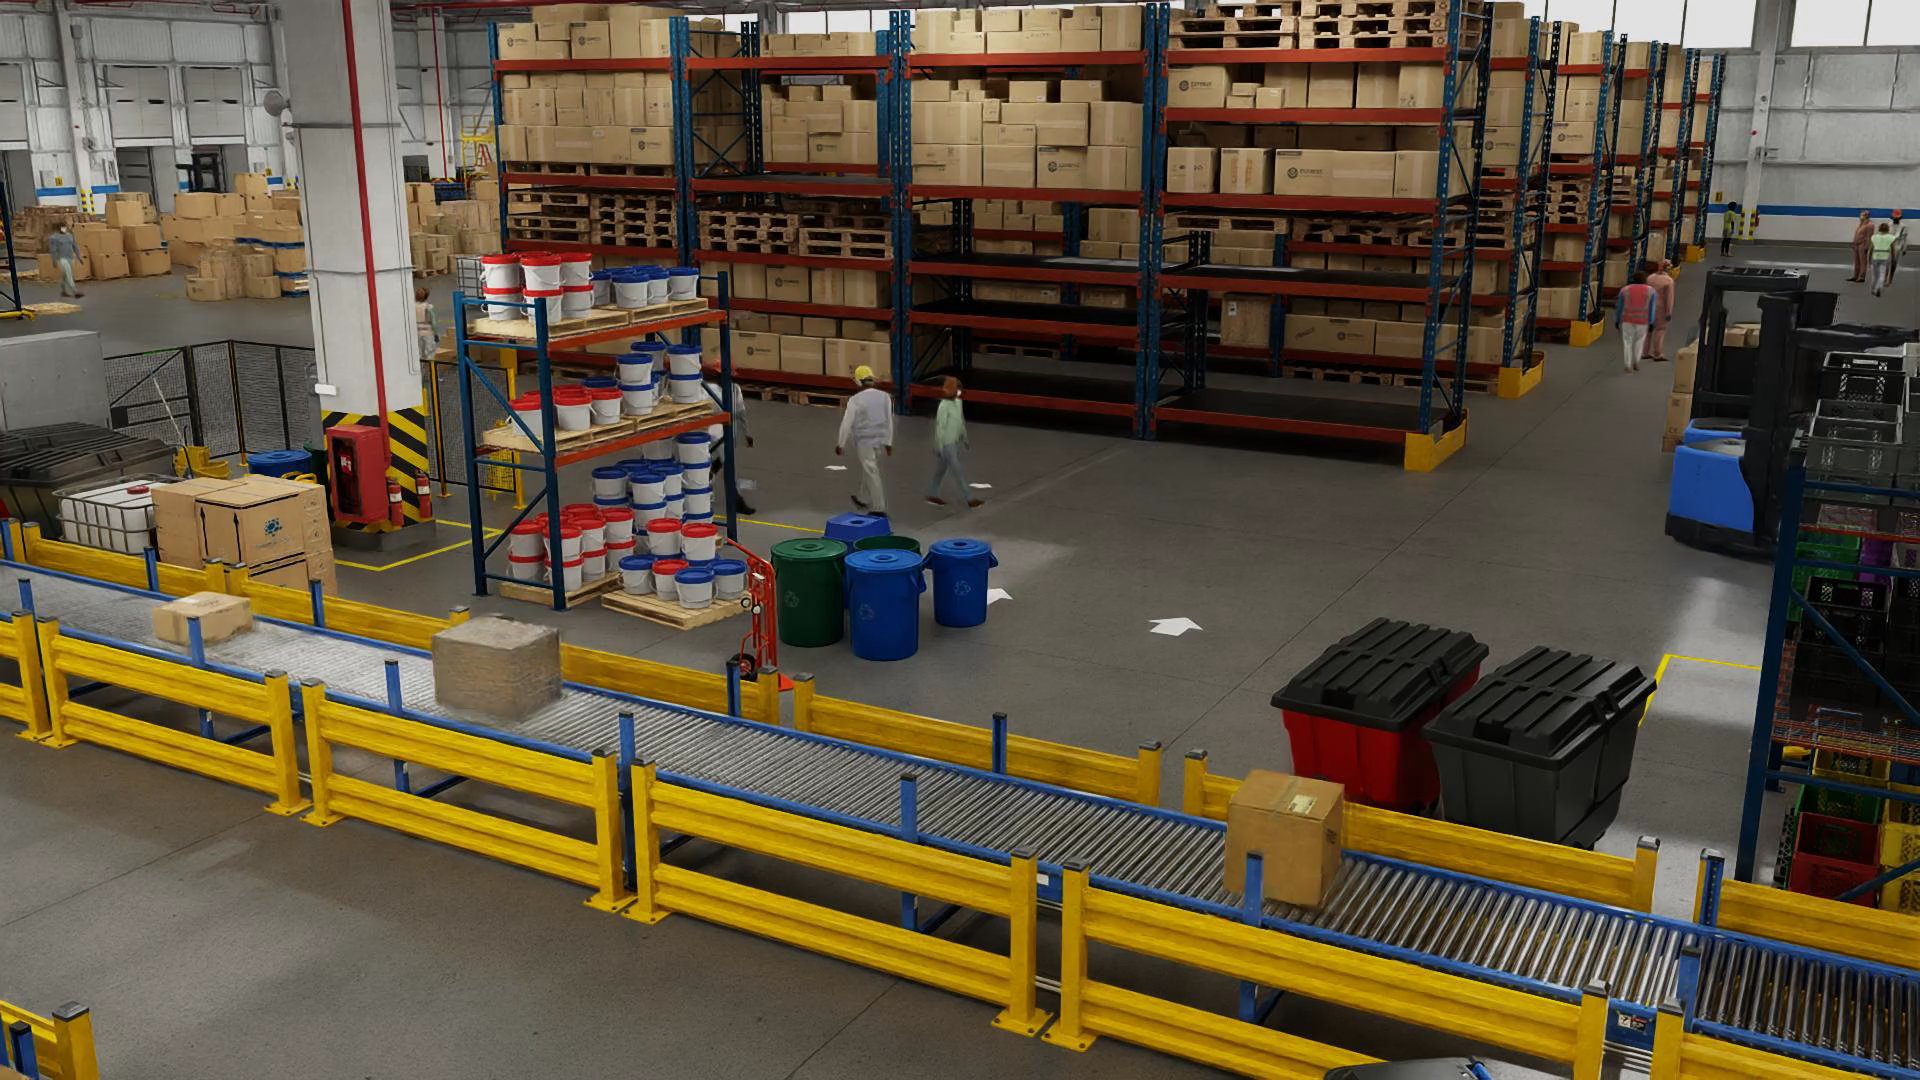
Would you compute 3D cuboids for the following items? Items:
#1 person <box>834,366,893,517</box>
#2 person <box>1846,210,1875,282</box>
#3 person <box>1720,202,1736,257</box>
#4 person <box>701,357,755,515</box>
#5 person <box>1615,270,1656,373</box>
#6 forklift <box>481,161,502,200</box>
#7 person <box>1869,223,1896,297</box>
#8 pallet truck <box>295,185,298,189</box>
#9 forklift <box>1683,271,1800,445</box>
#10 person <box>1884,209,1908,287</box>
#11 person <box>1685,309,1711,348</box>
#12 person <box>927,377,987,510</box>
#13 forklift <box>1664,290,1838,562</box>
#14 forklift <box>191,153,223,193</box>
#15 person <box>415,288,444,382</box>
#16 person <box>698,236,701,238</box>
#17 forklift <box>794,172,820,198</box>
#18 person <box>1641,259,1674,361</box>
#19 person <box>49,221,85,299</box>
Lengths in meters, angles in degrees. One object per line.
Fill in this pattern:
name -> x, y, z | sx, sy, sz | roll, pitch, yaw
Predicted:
person -> -1.135, -1.152, 19.528 | 0.617, 1.772, 0.907 | -13, 20, -41
person -> 24.096, -7.848, 44.467 | 0.399, 1.909, 0.642 | 0, 15, 0
person -> 23.878, -9.647, 51.630 | 0.319, 1.698, 0.532 | -1, 15, -2
person -> -2.867, -1.280, 19.832 | 1.014, 1.888, 0.560 | 11, 18, 36
person -> 12.161, -3.958, 30.014 | 0.661, 1.810, 0.833 | 5, 16, 18
forklift -> -17.525, -13.636, 64.361 | 1.873, 2.768, 1.129 | 0, 15, 1
person -> 22.880, -6.965, 41.325 | 0.578, 1.819, 0.868 | 9, 17, 30
pallet truck -> -26.804, -14.617, 69.738 | 1.885, 1.965, 0.823 | -14, 20, -42
forklift -> 9.269, -1.763, 19.726 | 1.129, 2.768, 1.873 | 8, 17, 27
person -> 24.515, -7.695, 43.699 | 0.614, 2.018, 0.915 | 8, 17, 27
person -> 11.739, -2.863, 26.325 | 0.497, 1.596, 0.846 | 12, 19, 39
person -> -0.052, -1.159, 19.918 | 0.842, 1.579, 0.519 | 7, 16, 24
forklift -> 8.775, -1.241, 17.766 | 1.129, 2.768, 1.873 | -9, 18, -32
forklift -> -27.852, -12.924, 61.684 | 1.873, 2.768, 1.129 | 8, 17, 28
person -> -9.241, -3.533, 28.755 | 0.512, 1.642, 0.312 | 6, 16, 21
person -> -6.979, -7.392, 43.319 | 0.523, 1.618, 0.561 | -6, 16, -23
forklift -> -4.989, -11.044, 54.616 | 1.129, 2.768, 1.873 | 8, 17, 27
person -> 13.106, -4.298, 31.146 | 0.399, 1.900, 0.643 | -6, 16, -22
person -> -21.972, -6.888, 40.904 | 1.026, 1.888, 0.632 | 7, 16, 23
